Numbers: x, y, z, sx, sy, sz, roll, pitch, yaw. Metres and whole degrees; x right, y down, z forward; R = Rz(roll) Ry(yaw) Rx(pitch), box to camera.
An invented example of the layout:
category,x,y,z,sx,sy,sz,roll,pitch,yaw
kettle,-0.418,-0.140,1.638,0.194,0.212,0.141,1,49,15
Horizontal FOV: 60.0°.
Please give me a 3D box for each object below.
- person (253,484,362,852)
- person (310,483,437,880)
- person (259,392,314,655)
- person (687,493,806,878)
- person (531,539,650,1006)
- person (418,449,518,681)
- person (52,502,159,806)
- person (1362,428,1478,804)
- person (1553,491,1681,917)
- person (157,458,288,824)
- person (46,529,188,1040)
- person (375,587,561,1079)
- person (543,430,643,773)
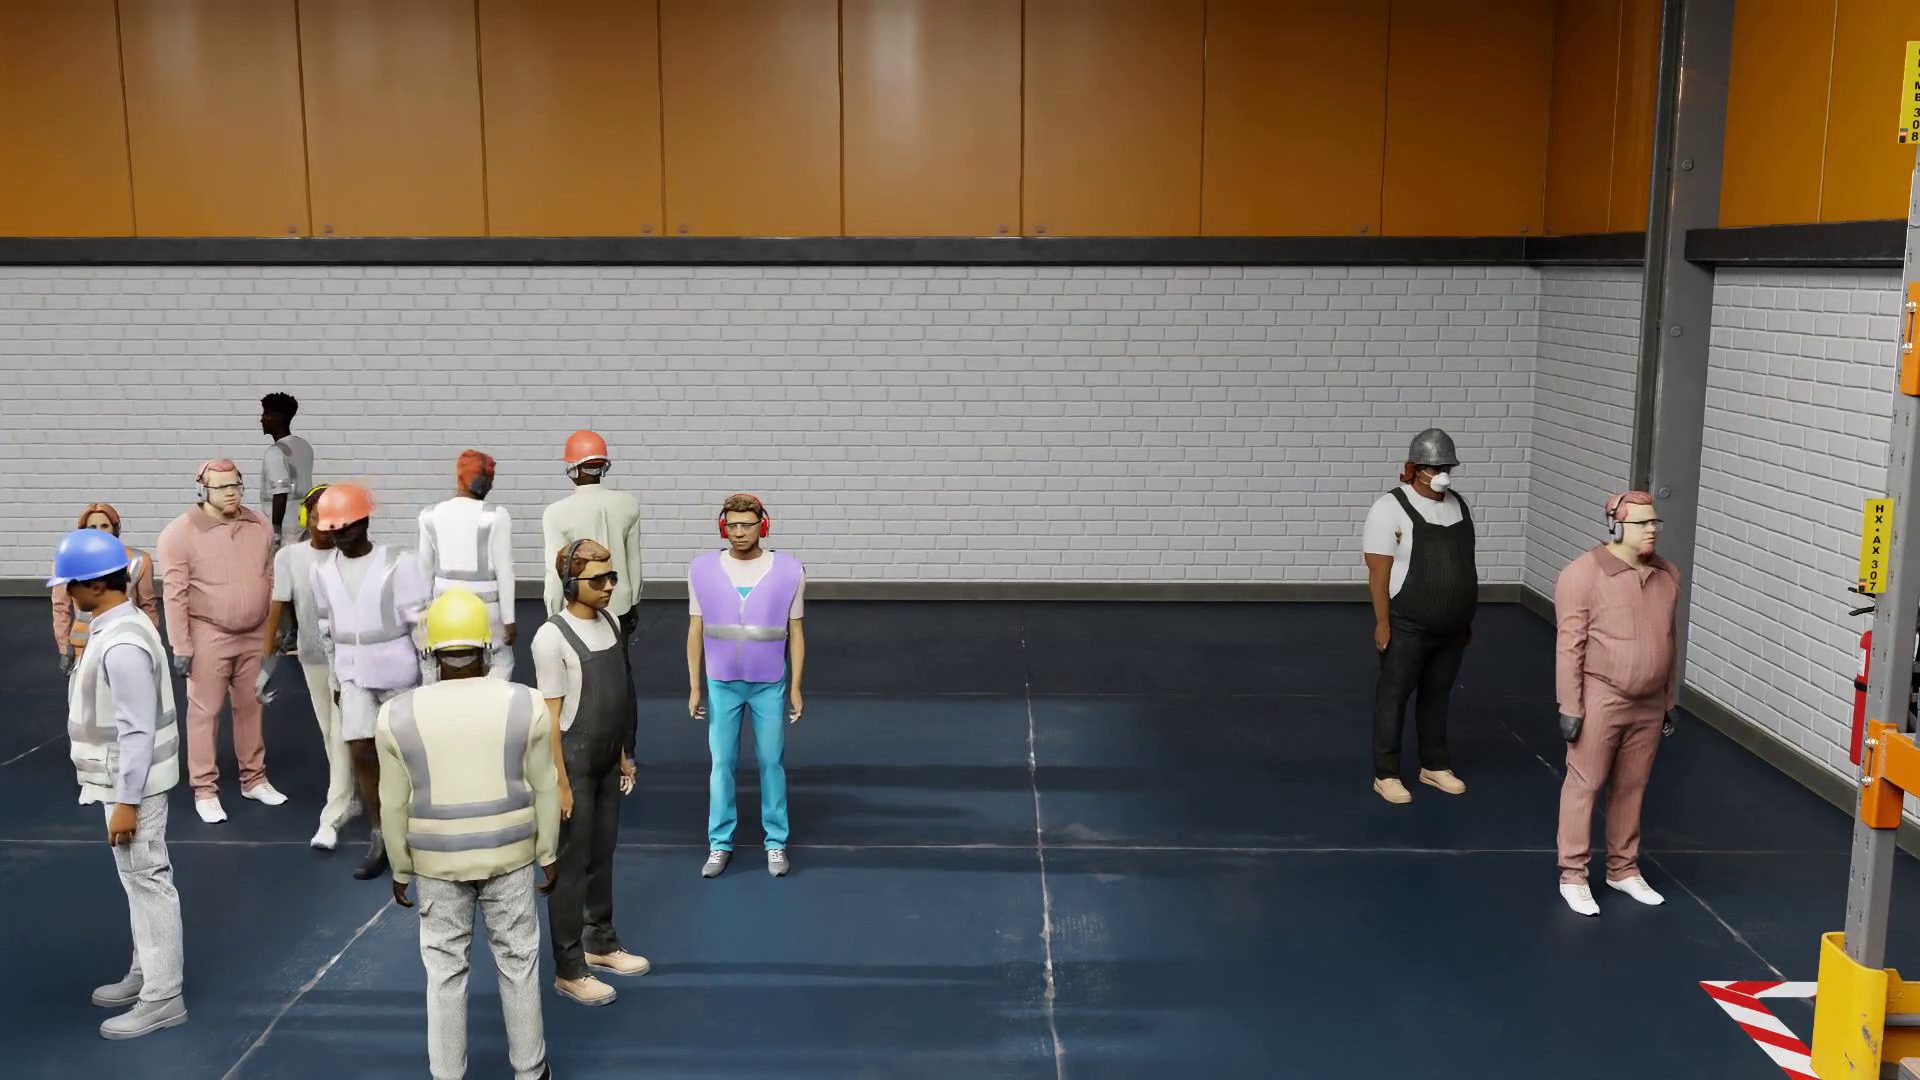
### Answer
category,x,y,z,sx,sy,sz,roll,pitch,yaw
person,-3.206,0.639,8.299,0.558,1.817,0.954,0,9,-3
person,-2.827,0.623,8.203,0.604,1.893,0.921,1,10,4
person,-5.027,-0.124,12.436,0.362,1.966,0.611,0,9,-1
person,-1.014,0.687,7.947,0.566,1.843,0.389,0,9,-3
person,-1.476,0.906,6.633,0.345,1.846,0.506,3,10,18
person,-2.804,0.412,9.537,0.626,1.858,0.495,2,10,10
person,-4.627,0.605,9.045,0.514,1.642,0.314,-6,11,-31
person,2.556,0.405,9.048,0.682,2.000,0.537,-4,10,-25
person,2.982,0.728,7.505,0.642,1.912,0.409,-3,10,-20
person,-3.850,0.516,8.785,0.399,1.908,0.643,7,12,34
person,-3.180,0.910,6.325,0.401,1.939,0.602,-5,11,-28
person,-1.663,1.067,5.695,0.587,1.837,0.404,-3,10,-16
person,-2.062,0.378,9.349,0.612,1.995,0.377,-9,13,-43
